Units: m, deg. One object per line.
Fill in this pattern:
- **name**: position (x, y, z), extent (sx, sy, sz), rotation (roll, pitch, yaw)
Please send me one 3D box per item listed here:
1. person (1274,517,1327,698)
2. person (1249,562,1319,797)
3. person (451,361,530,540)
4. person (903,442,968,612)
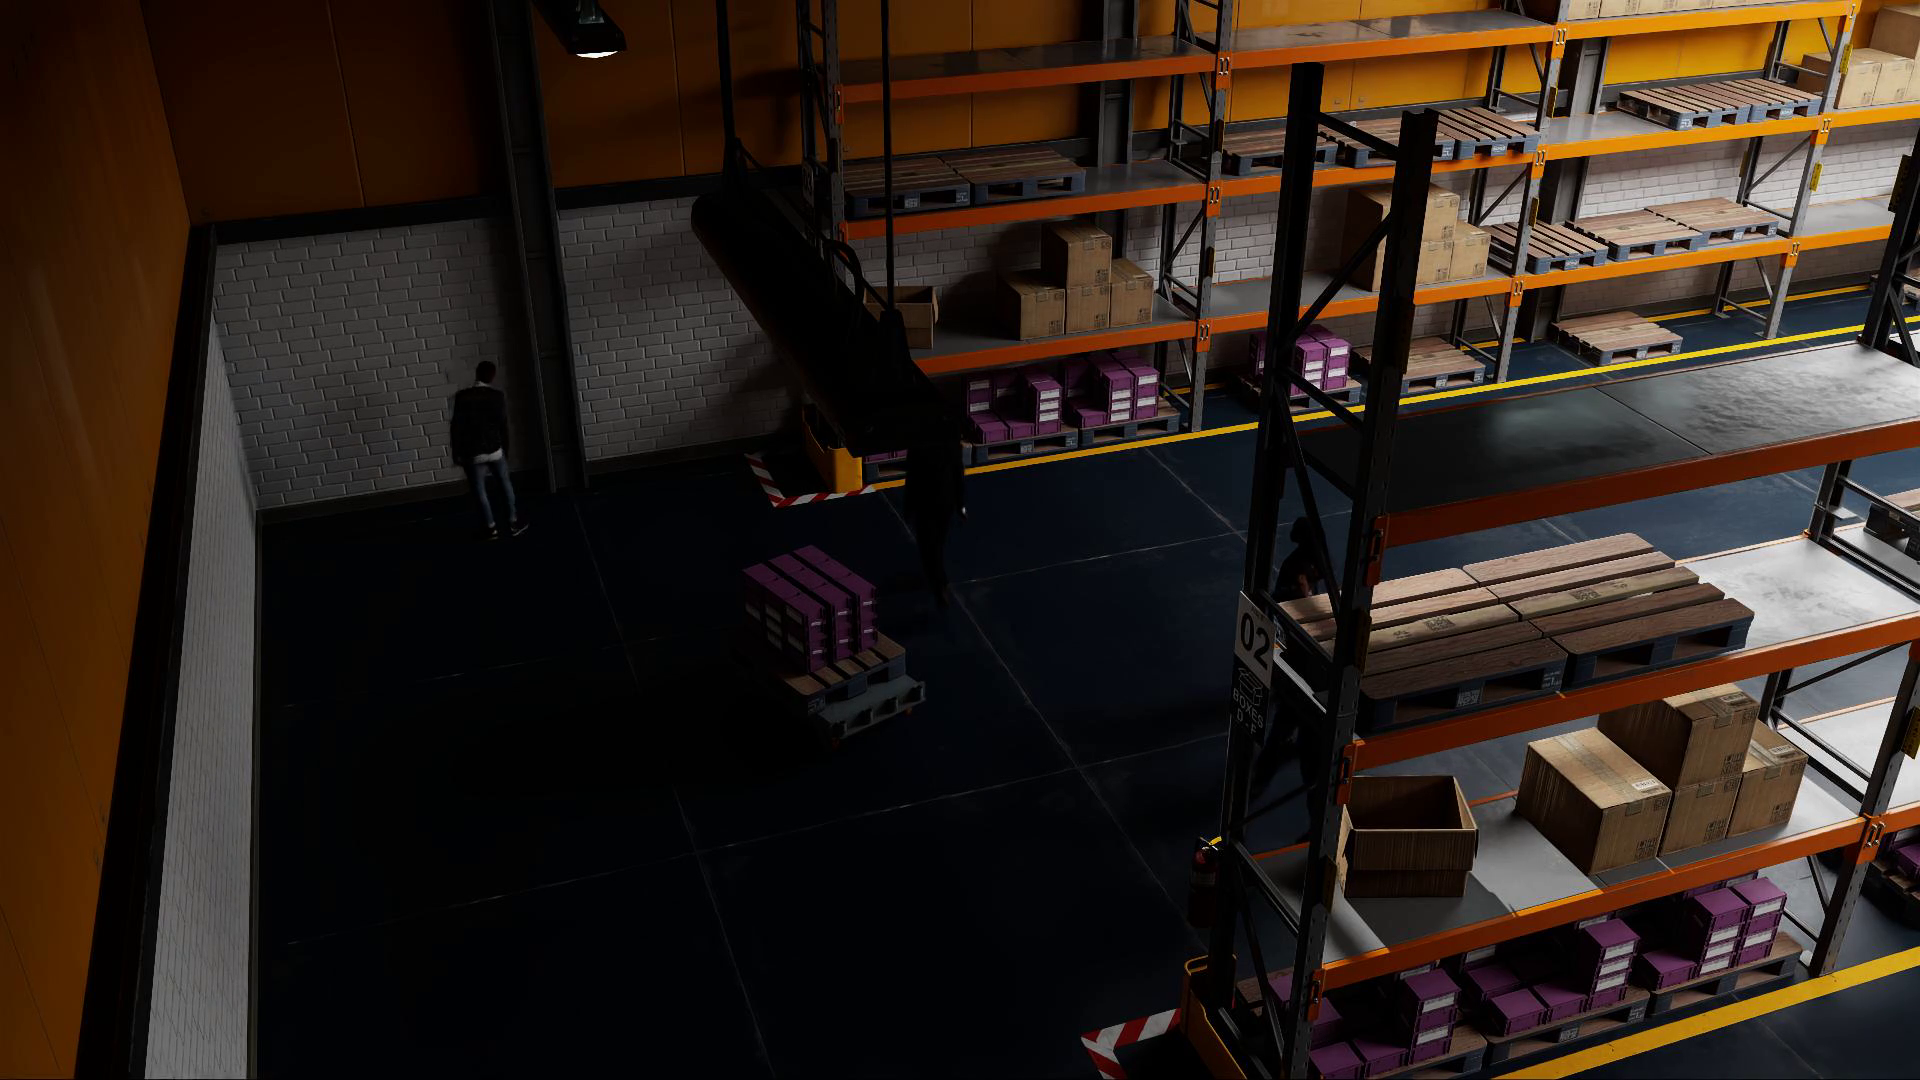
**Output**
- **person**: position (2.748, 0.534, 13.478), extent (0.696, 1.617, 0.678), rotation (0, 29, 0)
- **person**: position (2.550, 0.966, 12.491), extent (1.320, 1.804, 1.024), rotation (-23, 36, -35)
- **person**: position (-4.563, -0.820, 15.788), extent (0.893, 1.783, 0.658), rotation (22, 35, 34)
- **person**: position (-0.211, -0.254, 14.663), extent (1.214, 1.866, 0.796), rotation (-9, 30, -16)
